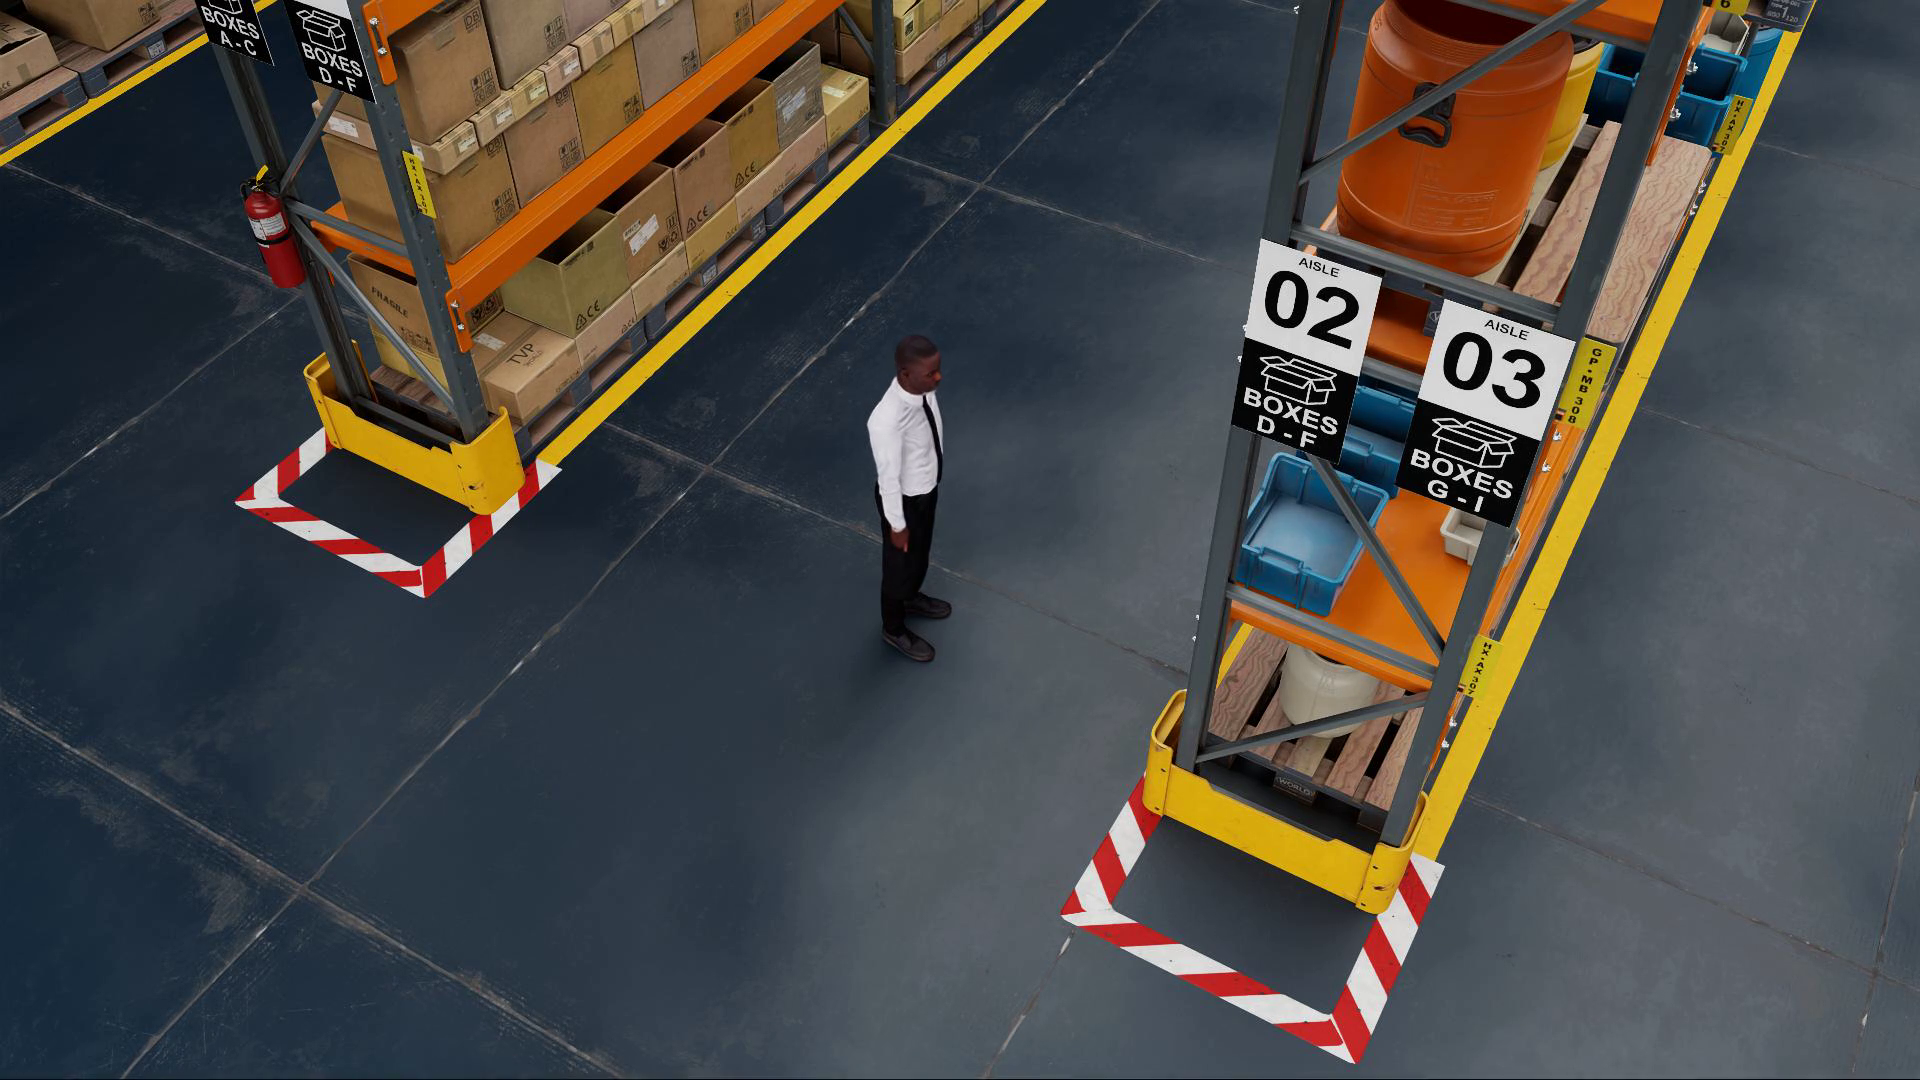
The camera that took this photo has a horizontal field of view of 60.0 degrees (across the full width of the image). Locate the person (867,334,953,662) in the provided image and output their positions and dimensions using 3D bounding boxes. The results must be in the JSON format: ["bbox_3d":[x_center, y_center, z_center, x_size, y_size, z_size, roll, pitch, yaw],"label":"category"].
[{"bbox_3d":[-0.240,-0.210,7.579,0.745,1.835,0.549,13,49,12],"label":"person"}]
